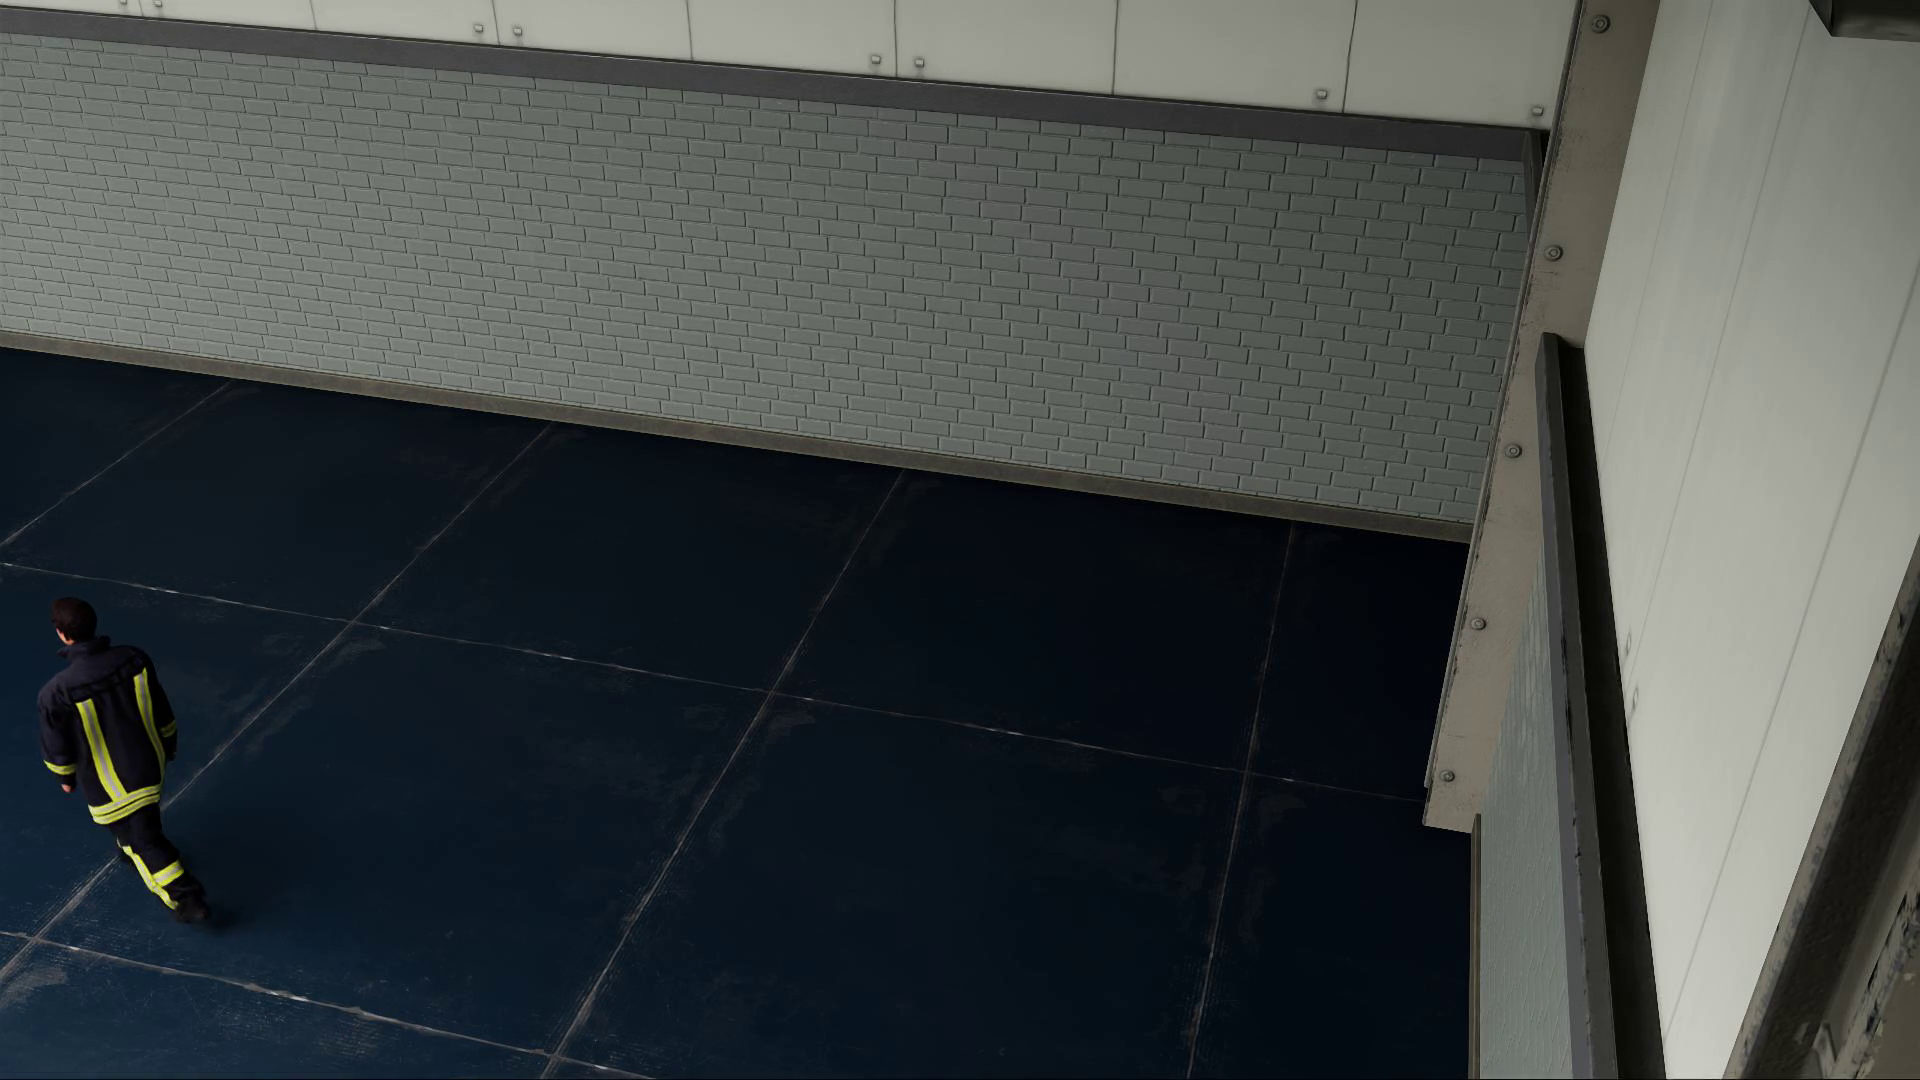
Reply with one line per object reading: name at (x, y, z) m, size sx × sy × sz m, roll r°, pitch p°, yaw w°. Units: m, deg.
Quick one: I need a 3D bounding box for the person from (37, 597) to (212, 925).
person at (-4.232, 1.161, 8.450) m, size 1.070 × 1.894 × 1.221 m, roll 17°, pitch 36°, yaw 25°
